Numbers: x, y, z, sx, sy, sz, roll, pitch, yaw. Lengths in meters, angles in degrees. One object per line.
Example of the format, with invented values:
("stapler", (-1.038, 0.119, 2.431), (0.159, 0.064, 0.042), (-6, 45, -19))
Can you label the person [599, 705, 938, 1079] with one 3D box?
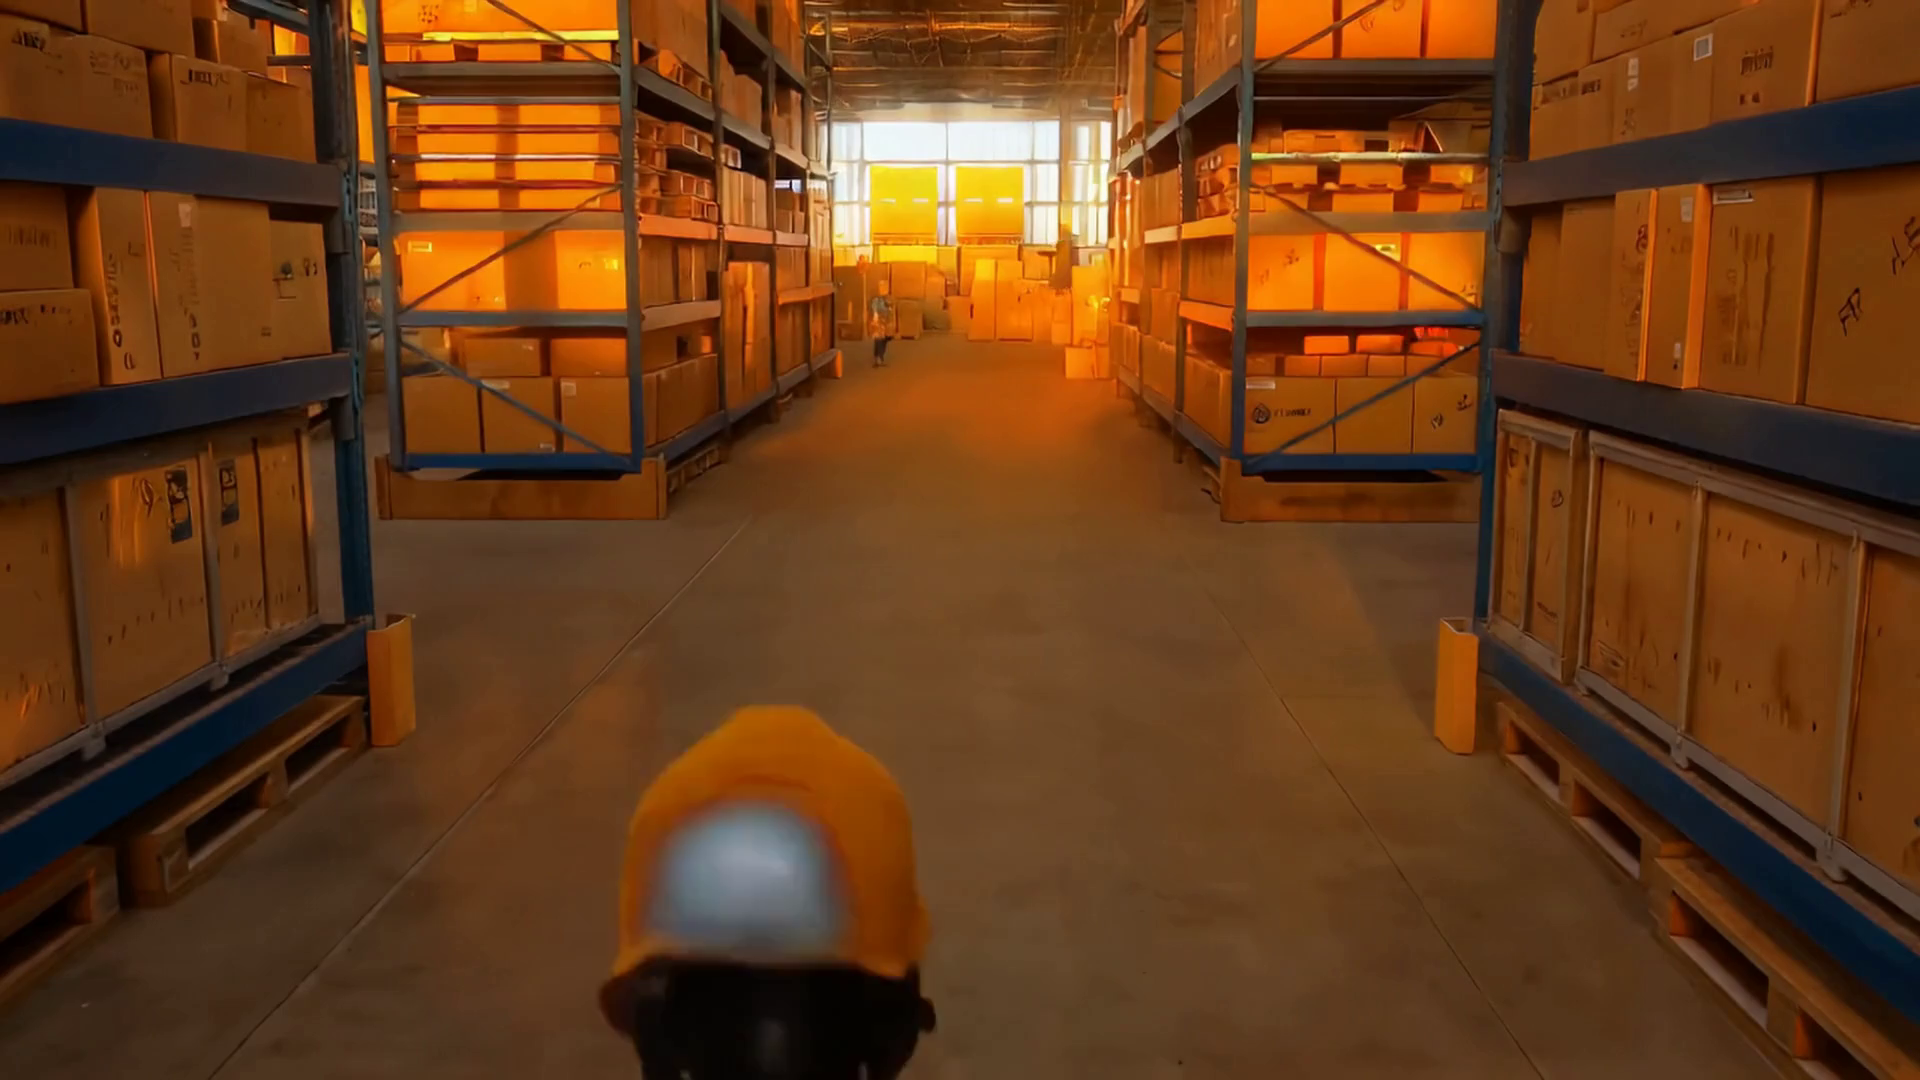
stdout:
("person", (-0.113, 0.979, 1.111), (0.522, 1.734, 0.801), (2, 10, 10))

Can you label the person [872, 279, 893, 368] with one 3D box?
("person", (-1.491, -4.152, 31.974), (0.318, 1.697, 0.535), (4, 10, 24))

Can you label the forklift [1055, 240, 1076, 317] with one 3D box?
("forklift", (3.800, -9.398, 59.853), (1.873, 2.768, 1.129), (6, 11, 32))

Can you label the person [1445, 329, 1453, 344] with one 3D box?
("person", (12.032, -5.686, 40.538), (0.462, 1.900, 0.610), (-2, 10, -14))

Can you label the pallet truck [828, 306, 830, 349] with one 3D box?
("pallet truck", (-3.100, -3.940, 29.800), (1.885, 1.965, 0.823), (3, 10, 19))

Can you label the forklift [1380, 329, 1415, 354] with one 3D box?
("forklift", (6.569, -3.842, 26.577), (1.129, 2.768, 1.873), (0, 9, 1))

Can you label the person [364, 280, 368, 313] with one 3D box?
("person", (-24.165, -10.131, 66.894), (0.622, 1.992, 0.395), (4, 10, 22))

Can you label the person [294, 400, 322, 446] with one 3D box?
("person", (-7.222, -1.999, 18.392), (0.630, 1.928, 0.535), (2, 10, 12))
